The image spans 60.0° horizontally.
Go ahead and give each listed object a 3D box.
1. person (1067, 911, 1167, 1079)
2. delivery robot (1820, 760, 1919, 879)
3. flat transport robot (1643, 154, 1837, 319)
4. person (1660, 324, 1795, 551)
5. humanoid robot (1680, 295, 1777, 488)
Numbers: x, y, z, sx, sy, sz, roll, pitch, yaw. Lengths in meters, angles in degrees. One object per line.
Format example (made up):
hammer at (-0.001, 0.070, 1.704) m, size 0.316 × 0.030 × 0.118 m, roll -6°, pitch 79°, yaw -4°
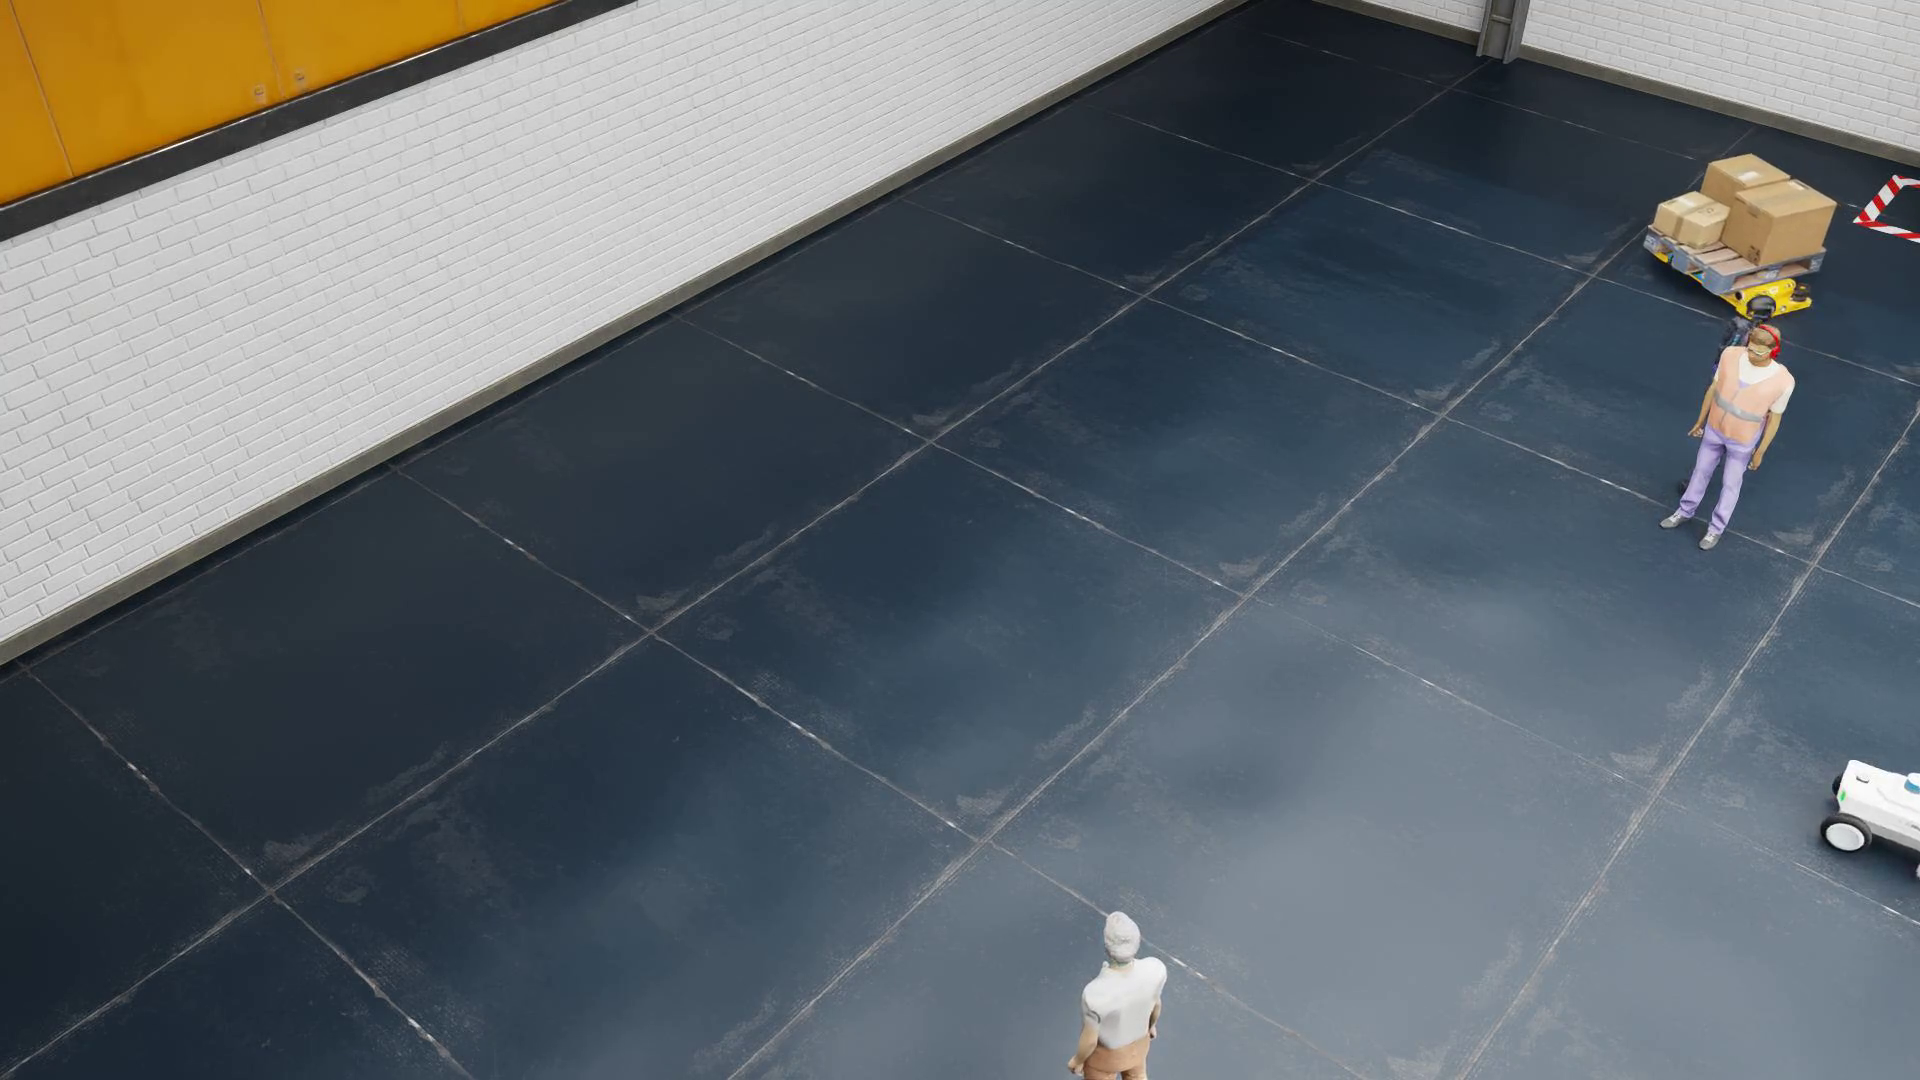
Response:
person at (0.756, 2.437, 8.084) m, size 0.483 × 1.744 × 0.309 m, roll -19°, pitch 42°, yaw -22°
delivery robot at (5.623, 1.648, 10.025) m, size 0.781 × 0.610 × 0.525 m, roll 21°, pitch 44°, yaw 24°
flat transport robot at (7.105, -2.502, 15.392) m, size 0.659 × 0.231 × 1.431 m, roll -14°, pitch 41°, yaw -17°
person at (5.573, -0.764, 11.985) m, size 0.390 × 1.837 × 0.562 m, roll -25°, pitch 45°, yaw -28°
humanoid robot at (5.867, -1.121, 12.570) m, size 0.600 × 1.638 × 0.589 m, roll -13°, pitch 41°, yaw -15°
